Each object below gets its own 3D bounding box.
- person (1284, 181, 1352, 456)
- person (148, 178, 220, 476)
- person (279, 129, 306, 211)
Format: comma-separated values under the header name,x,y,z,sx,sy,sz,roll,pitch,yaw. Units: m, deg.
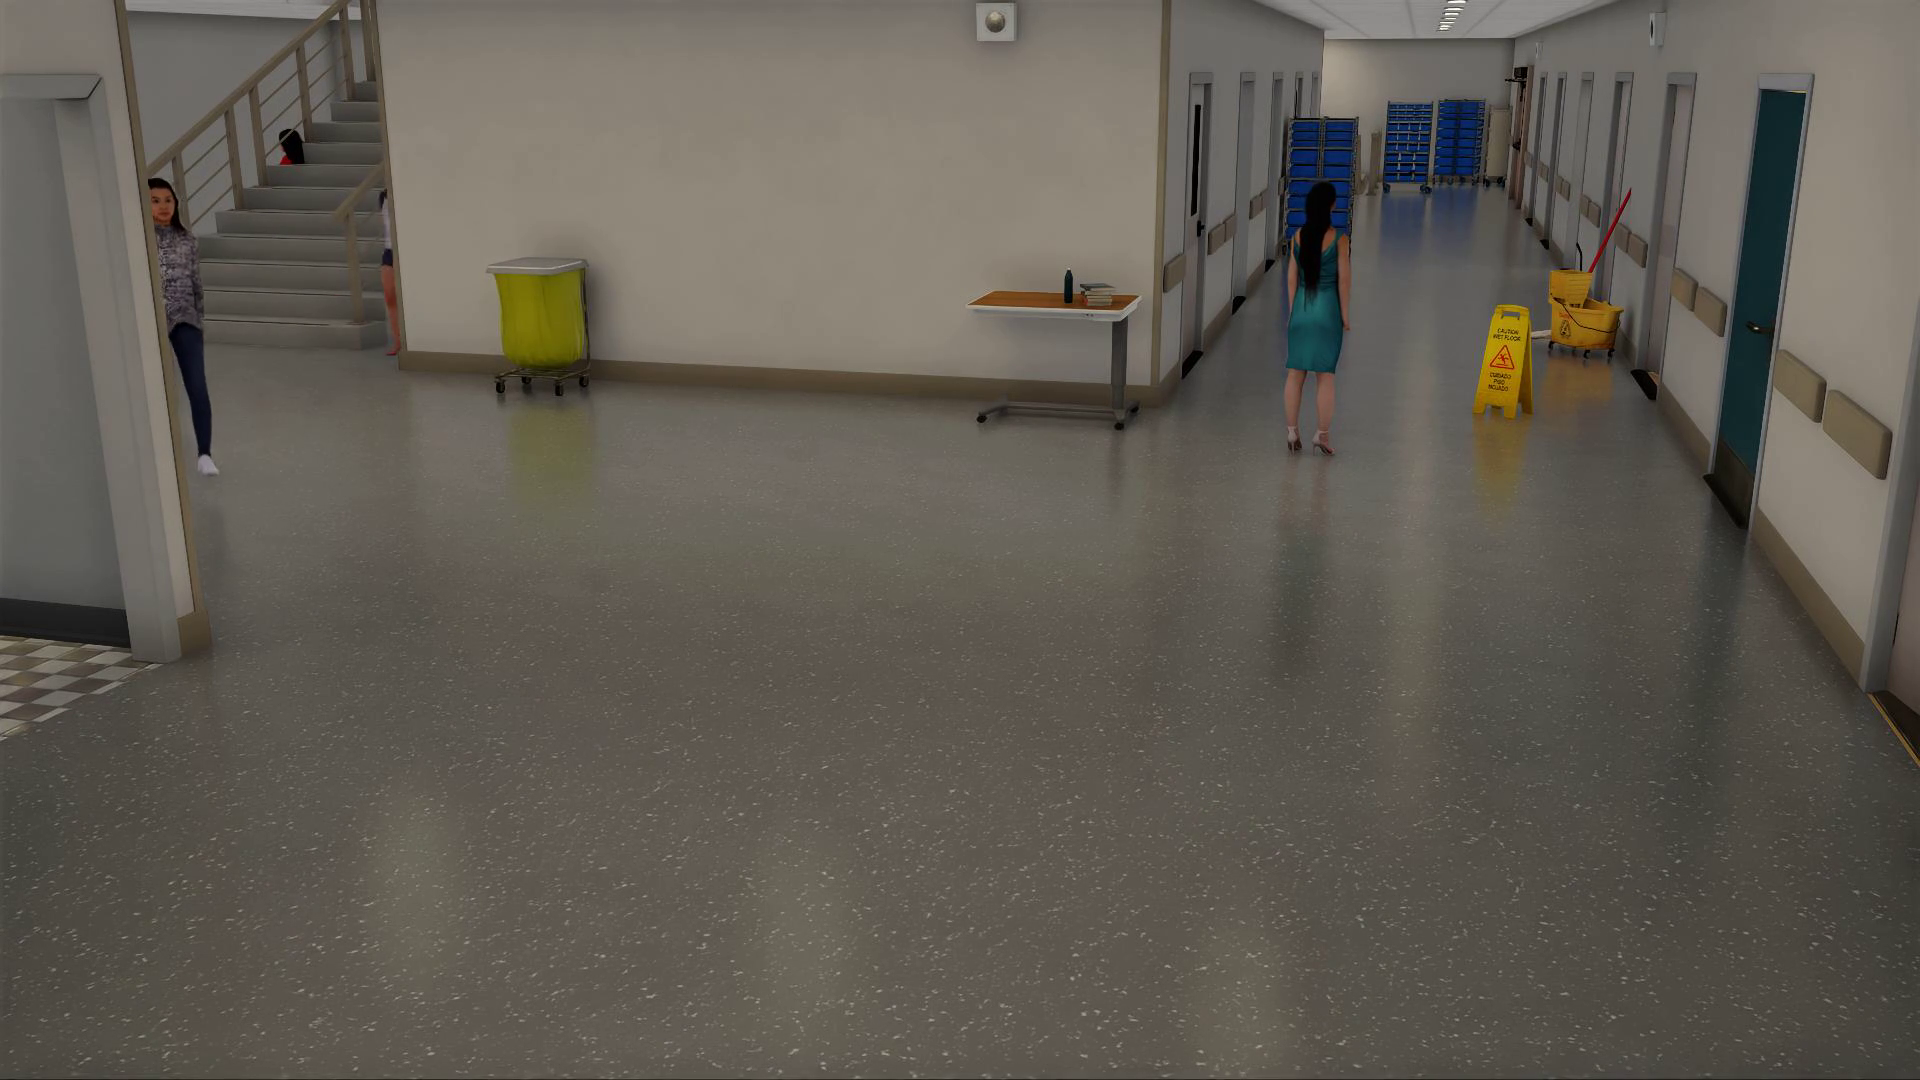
name,x,y,z,sx,sy,sz,roll,pitch,yaw
person,2.190,-1.358,10.249,0.605,1.682,0.594,10,18,31
person,-4.694,-1.235,9.801,1.175,1.688,1.192,-10,19,-32
person,-6.883,-3.385,17.315,0.702,1.749,0.581,2,16,7
